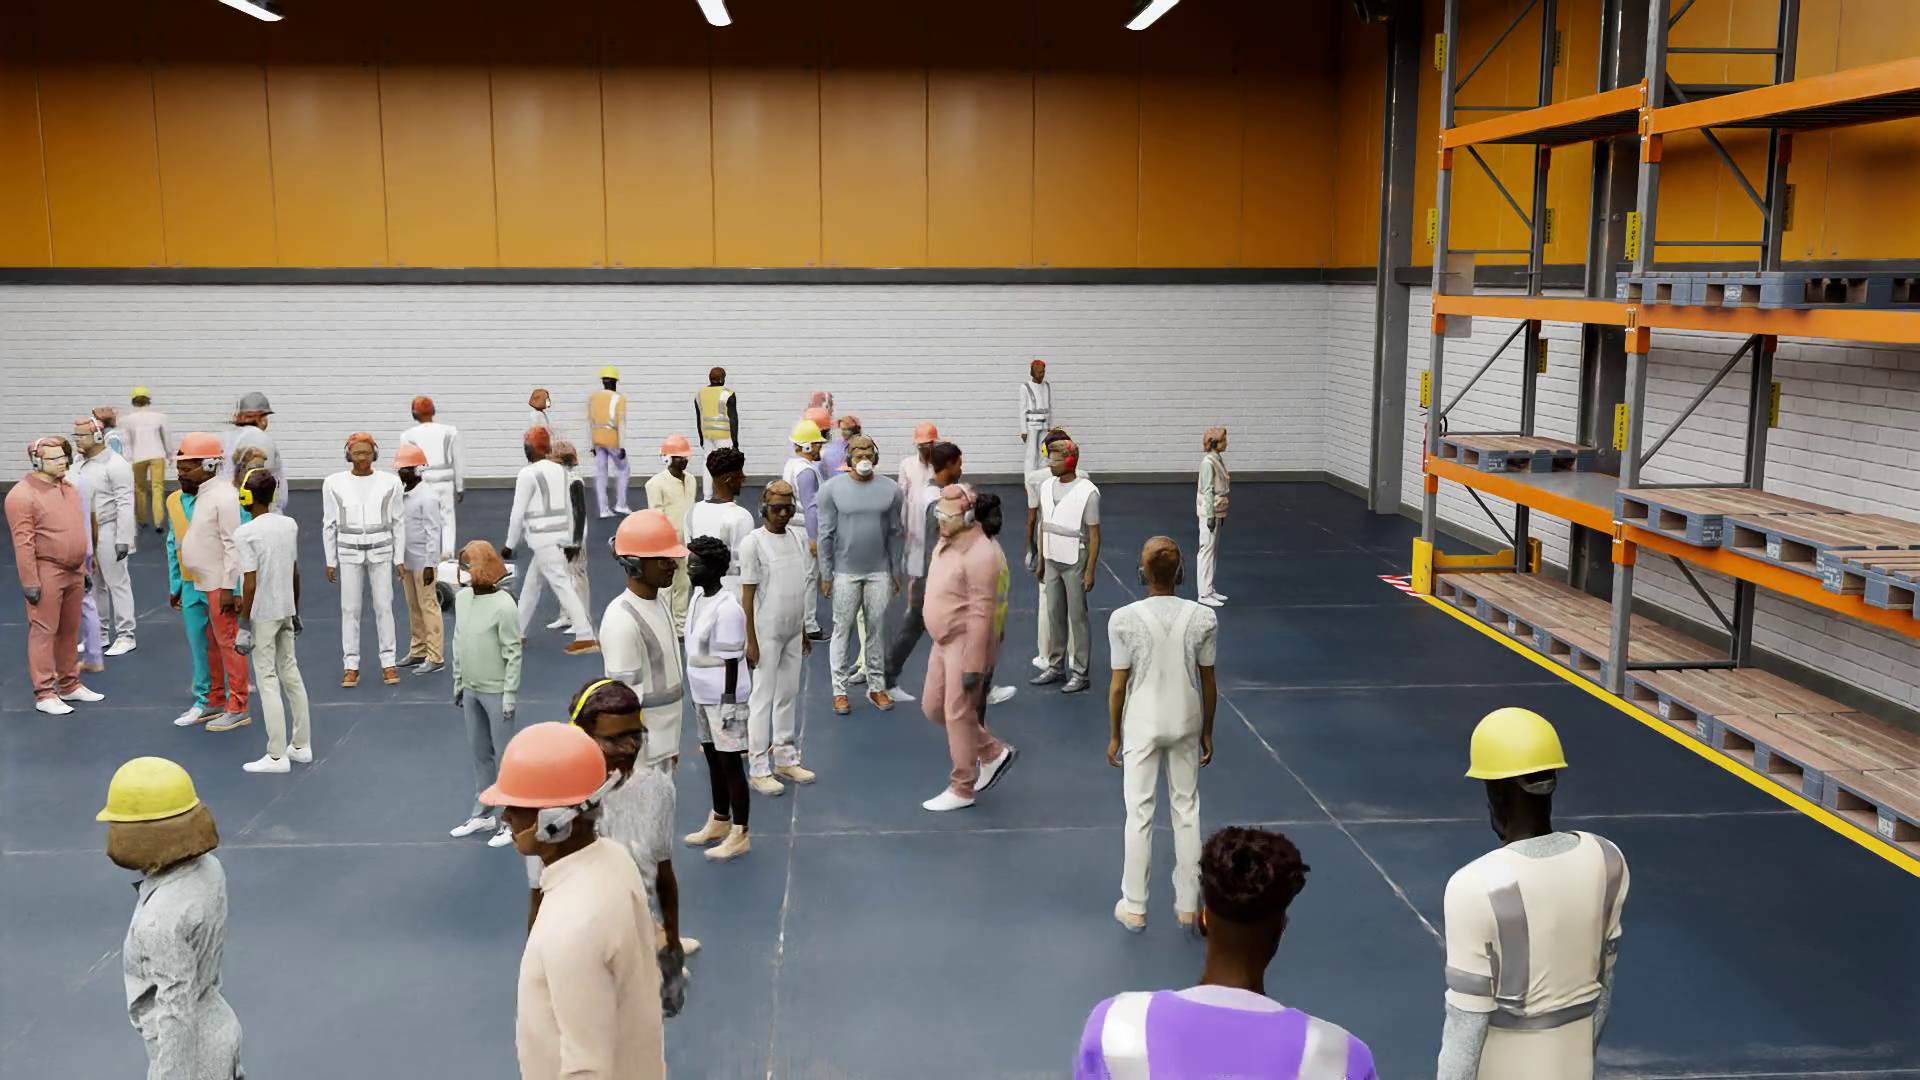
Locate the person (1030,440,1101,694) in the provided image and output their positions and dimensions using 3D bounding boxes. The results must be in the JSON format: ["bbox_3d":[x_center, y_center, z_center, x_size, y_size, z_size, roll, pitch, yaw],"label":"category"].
[{"bbox_3d":[0.789,0.183,12.122,0.375,1.842,0.575,-8,12,-39],"label":"person"}]

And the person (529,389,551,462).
[{"bbox_3d":[-5.157,-1.048,20.508,0.279,1.634,0.499,0,9,0],"label":"person"}]

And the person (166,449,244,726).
[{"bbox_3d":[-5.025,0.304,11.136,0.597,1.916,0.370,3,9,17],"label":"person"}]

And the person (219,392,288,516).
[{"bbox_3d":[-6.190,-0.308,14.595,0.699,2.000,0.636,6,11,33],"label":"person"}]

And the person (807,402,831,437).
[{"bbox_3d":[-1.569,-0.730,18.518,0.267,1.632,0.509,2,9,12],"label":"person"}]

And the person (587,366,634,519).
[{"bbox_3d":[-4.353,-1.221,20.767,0.604,1.892,0.678,4,10,24],"label":"person"}]

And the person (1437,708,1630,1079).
[{"bbox_3d":[1.447,1.384,4.354,0.585,1.917,0.381,-5,10,-29],"label":"person"}]

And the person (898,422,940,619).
[{"bbox_3d":[-0.288,-0.165,14.590,0.572,1.749,0.340,2,9,14],"label":"person"}]

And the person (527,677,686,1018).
[{"bbox_3d":[-1.053,1.315,4.980,0.521,1.860,0.319,-7,11,-36],"label":"person"}]

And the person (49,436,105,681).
[{"bbox_3d":[-6.677,0.136,12.459,0.339,1.833,0.524,3,10,19],"label":"person"}]

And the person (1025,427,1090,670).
[{"bbox_3d":[0.754,0.069,12.769,0.509,1.869,0.328,-1,9,-4],"label":"person"}]

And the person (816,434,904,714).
[{"bbox_3d":[-0.680,0.231,11.531,0.630,1.940,0.372,-3,10,-20],"label":"person"}]

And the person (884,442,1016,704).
[{"bbox_3d":[-0.157,0.243,11.739,0.992,1.861,0.591,-1,9,-7],"label":"person"}]

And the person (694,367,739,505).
[{"bbox_3d":[-3.165,-1.351,21.809,0.619,1.836,0.430,5,10,27],"label":"person"}]

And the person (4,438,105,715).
[{"bbox_3d":[-6.277,0.240,11.572,0.408,1.909,0.638,1,9,6],"label":"person"}]

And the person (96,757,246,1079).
[{"bbox_3d":[-2.138,1.438,4.564,0.325,1.740,0.492,-2,9,-12],"label":"person"}]

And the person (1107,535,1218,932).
[{"bbox_3d":[0.924,0.893,7.668,0.508,1.844,0.345,-1,9,-5],"label":"person"}]

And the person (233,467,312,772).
[{"bbox_3d":[-4.217,0.491,10.140,0.315,1.860,0.526,3,9,18],"label":"person"}]

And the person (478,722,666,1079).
[{"bbox_3d":[-1.030,1.404,4.107,0.947,1.950,0.618,0,9,2],"label":"person"}]

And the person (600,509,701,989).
[{"bbox_3d":[-1.319,0.879,7.129,0.374,2.043,0.614,0,9,1],"label":"person"}]

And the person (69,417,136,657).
[{"bbox_3d":[-6.877,-0.029,13.259,0.646,1.908,0.408,4,10,23],"label":"person"}]

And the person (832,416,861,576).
[{"bbox_3d":[-1.082,-0.423,16.593,0.538,1.634,0.312,8,12,42],"label":"person"}]

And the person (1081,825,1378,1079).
[{"bbox_3d":[0.524,1.548,3.374,0.608,1.920,0.689,2,9,11],"label":"person"}]

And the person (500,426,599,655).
[{"bbox_3d":[-3.332,0.006,13.293,1.007,1.830,0.566,2,9,15],"label":"person"}]

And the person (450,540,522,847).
[{"bbox_3d":[-2.525,0.808,8.858,0.500,1.633,0.280,7,11,36],"label":"person"}]

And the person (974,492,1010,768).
[{"bbox_3d":[0.144,0.545,10.312,0.319,1.697,0.532,3,9,18],"label":"person"}]

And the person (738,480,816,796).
[{"bbox_3d":[-1.068,0.559,9.763,0.332,1.842,0.518,6,11,35],"label":"person"}]

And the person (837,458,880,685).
[{"bbox_3d":[-0.743,0.190,12.353,0.319,1.755,0.563,-1,9,-4],"label":"person"}]

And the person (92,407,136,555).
[{"bbox_3d":[-9.134,-0.612,17.794,0.539,1.615,0.545,-8,12,-40],"label":"person"}]

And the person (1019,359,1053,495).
[{"bbox_3d":[1.055,-1.537,22.837,0.584,1.879,0.374,-9,12,-43],"label":"person"}]

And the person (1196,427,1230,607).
[{"bbox_3d":[2.324,-0.222,15.293,0.309,1.644,0.515,3,9,16],"label":"person"}]

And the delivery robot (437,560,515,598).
[{"bbox_3d":[-4.378,0.319,15.012,0.707,0.478,0.477,4,10,22],"label":"delivery robot"}]

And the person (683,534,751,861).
[{"bbox_3d":[-1.271,0.810,8.681,0.319,1.689,0.539,-5,10,-30],"label":"person"}]

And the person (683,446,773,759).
[{"bbox_3d":[-1.464,0.389,10.445,0.603,1.966,0.367,8,12,40],"label":"person"}]

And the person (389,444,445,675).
[{"bbox_3d":[-4.151,0.142,12.668,0.330,1.750,0.560,-8,12,-42],"label":"person"}]

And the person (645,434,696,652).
[{"bbox_3d":[-2.280,0.019,13.431,0.327,1.753,0.561,5,10,29],"label":"person"}]

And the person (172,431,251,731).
[{"bbox_3d":[-5.003,0.270,11.108,0.612,1.995,0.376,7,12,38],"label":"person"}]

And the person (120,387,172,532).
[{"bbox_3d":[-9.635,-0.959,19.722,0.537,1.712,0.949,-4,10,-23],"label":"person"}]

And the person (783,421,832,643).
[{"bbox_3d":[-1.253,-0.071,13.757,0.403,1.833,0.586,-3,10,-19],"label":"person"}]

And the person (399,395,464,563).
[{"bbox_3d":[-5.170,-0.494,16.337,0.596,1.859,0.737,-3,10,-20],"label":"person"}]

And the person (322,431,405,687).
[{"bbox_3d":[-4.383,0.141,12.268,0.576,1.884,0.355,-3,10,-20],"label":"person"}]

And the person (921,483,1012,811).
[{"bbox_3d":[0.031,0.605,9.338,0.490,1.885,0.677,-3,10,-18],"label":"person"}]

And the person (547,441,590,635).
[{"bbox_3d":[-3.311,-0.023,14.065,0.315,1.637,0.515,-7,11,-36],"label":"person"}]
